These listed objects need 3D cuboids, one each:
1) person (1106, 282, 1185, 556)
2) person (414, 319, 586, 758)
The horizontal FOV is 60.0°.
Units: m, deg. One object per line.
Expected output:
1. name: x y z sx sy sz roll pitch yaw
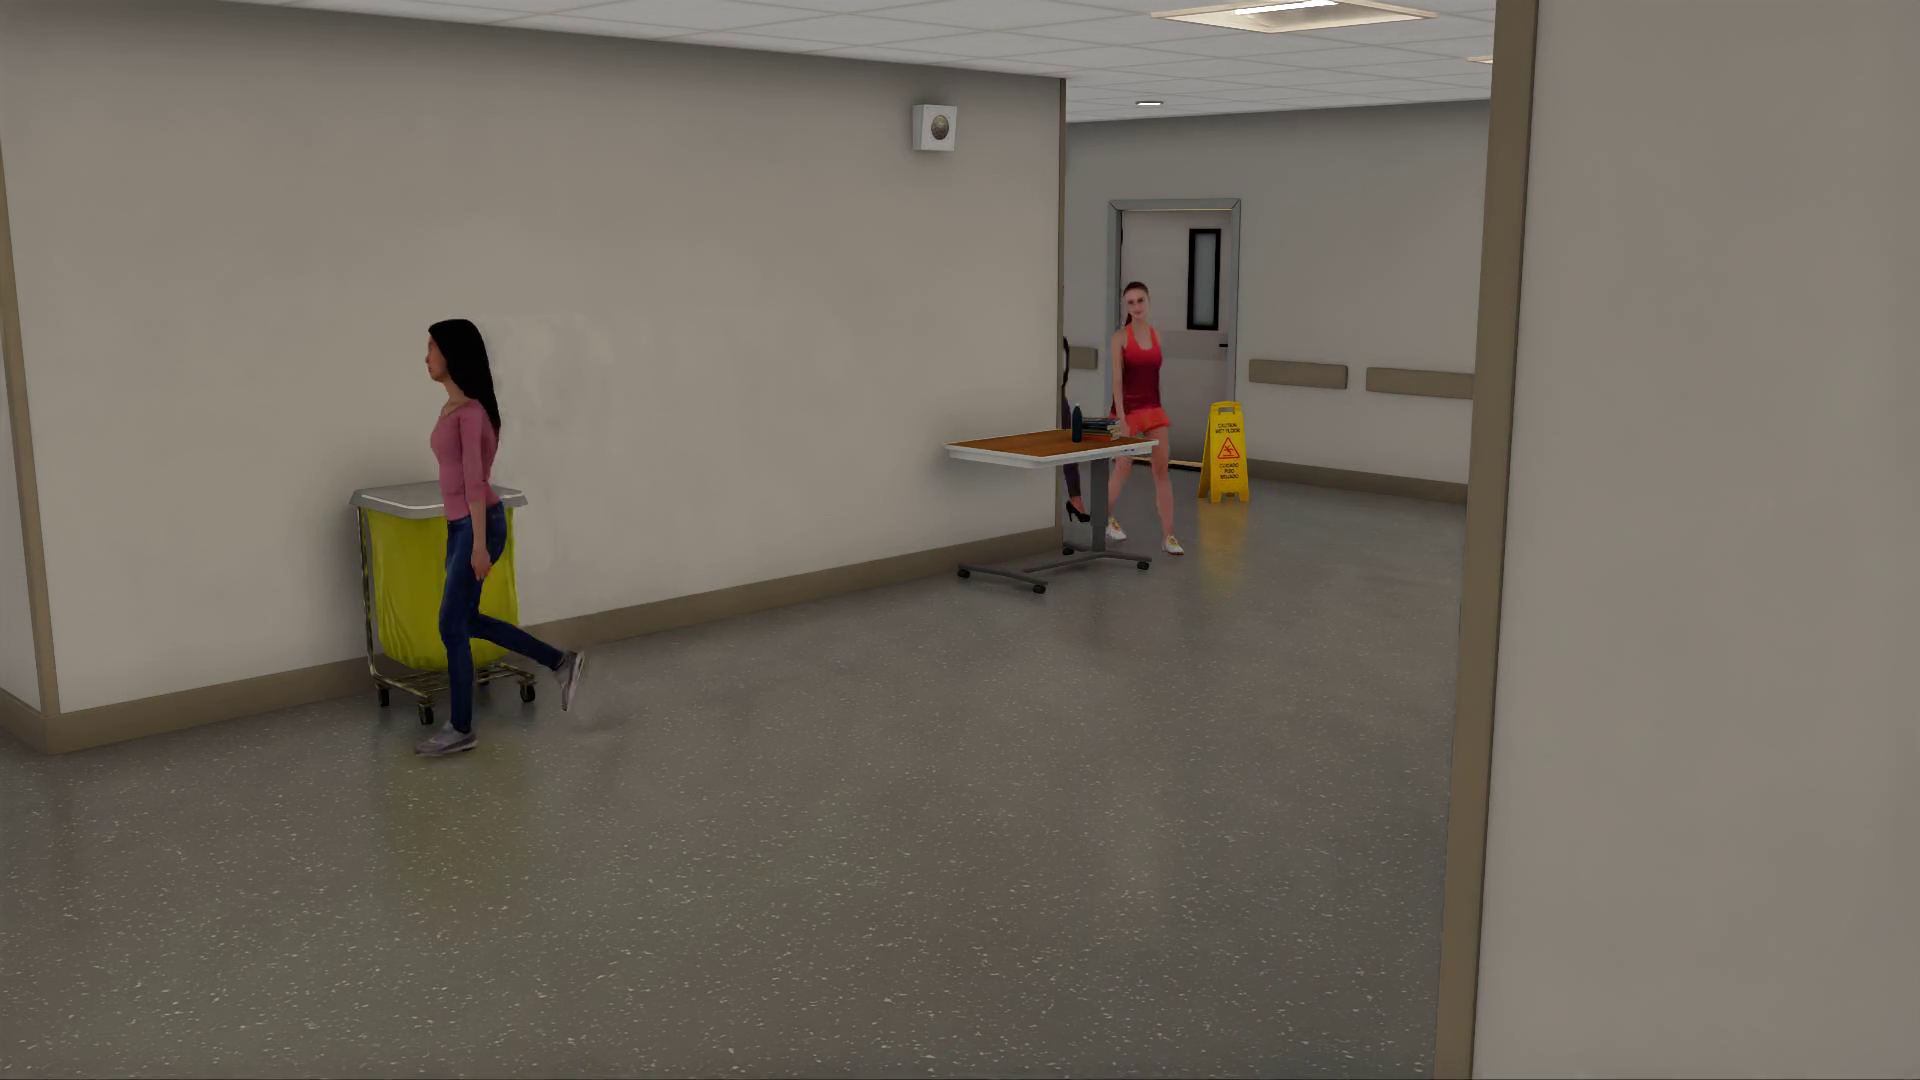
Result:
1. person: 1.092 -0.775 10.725 0.852 1.709 1.182 -5 12 -26
2. person: -1.873 -0.011 6.666 0.808 1.722 0.966 -7 13 -32
